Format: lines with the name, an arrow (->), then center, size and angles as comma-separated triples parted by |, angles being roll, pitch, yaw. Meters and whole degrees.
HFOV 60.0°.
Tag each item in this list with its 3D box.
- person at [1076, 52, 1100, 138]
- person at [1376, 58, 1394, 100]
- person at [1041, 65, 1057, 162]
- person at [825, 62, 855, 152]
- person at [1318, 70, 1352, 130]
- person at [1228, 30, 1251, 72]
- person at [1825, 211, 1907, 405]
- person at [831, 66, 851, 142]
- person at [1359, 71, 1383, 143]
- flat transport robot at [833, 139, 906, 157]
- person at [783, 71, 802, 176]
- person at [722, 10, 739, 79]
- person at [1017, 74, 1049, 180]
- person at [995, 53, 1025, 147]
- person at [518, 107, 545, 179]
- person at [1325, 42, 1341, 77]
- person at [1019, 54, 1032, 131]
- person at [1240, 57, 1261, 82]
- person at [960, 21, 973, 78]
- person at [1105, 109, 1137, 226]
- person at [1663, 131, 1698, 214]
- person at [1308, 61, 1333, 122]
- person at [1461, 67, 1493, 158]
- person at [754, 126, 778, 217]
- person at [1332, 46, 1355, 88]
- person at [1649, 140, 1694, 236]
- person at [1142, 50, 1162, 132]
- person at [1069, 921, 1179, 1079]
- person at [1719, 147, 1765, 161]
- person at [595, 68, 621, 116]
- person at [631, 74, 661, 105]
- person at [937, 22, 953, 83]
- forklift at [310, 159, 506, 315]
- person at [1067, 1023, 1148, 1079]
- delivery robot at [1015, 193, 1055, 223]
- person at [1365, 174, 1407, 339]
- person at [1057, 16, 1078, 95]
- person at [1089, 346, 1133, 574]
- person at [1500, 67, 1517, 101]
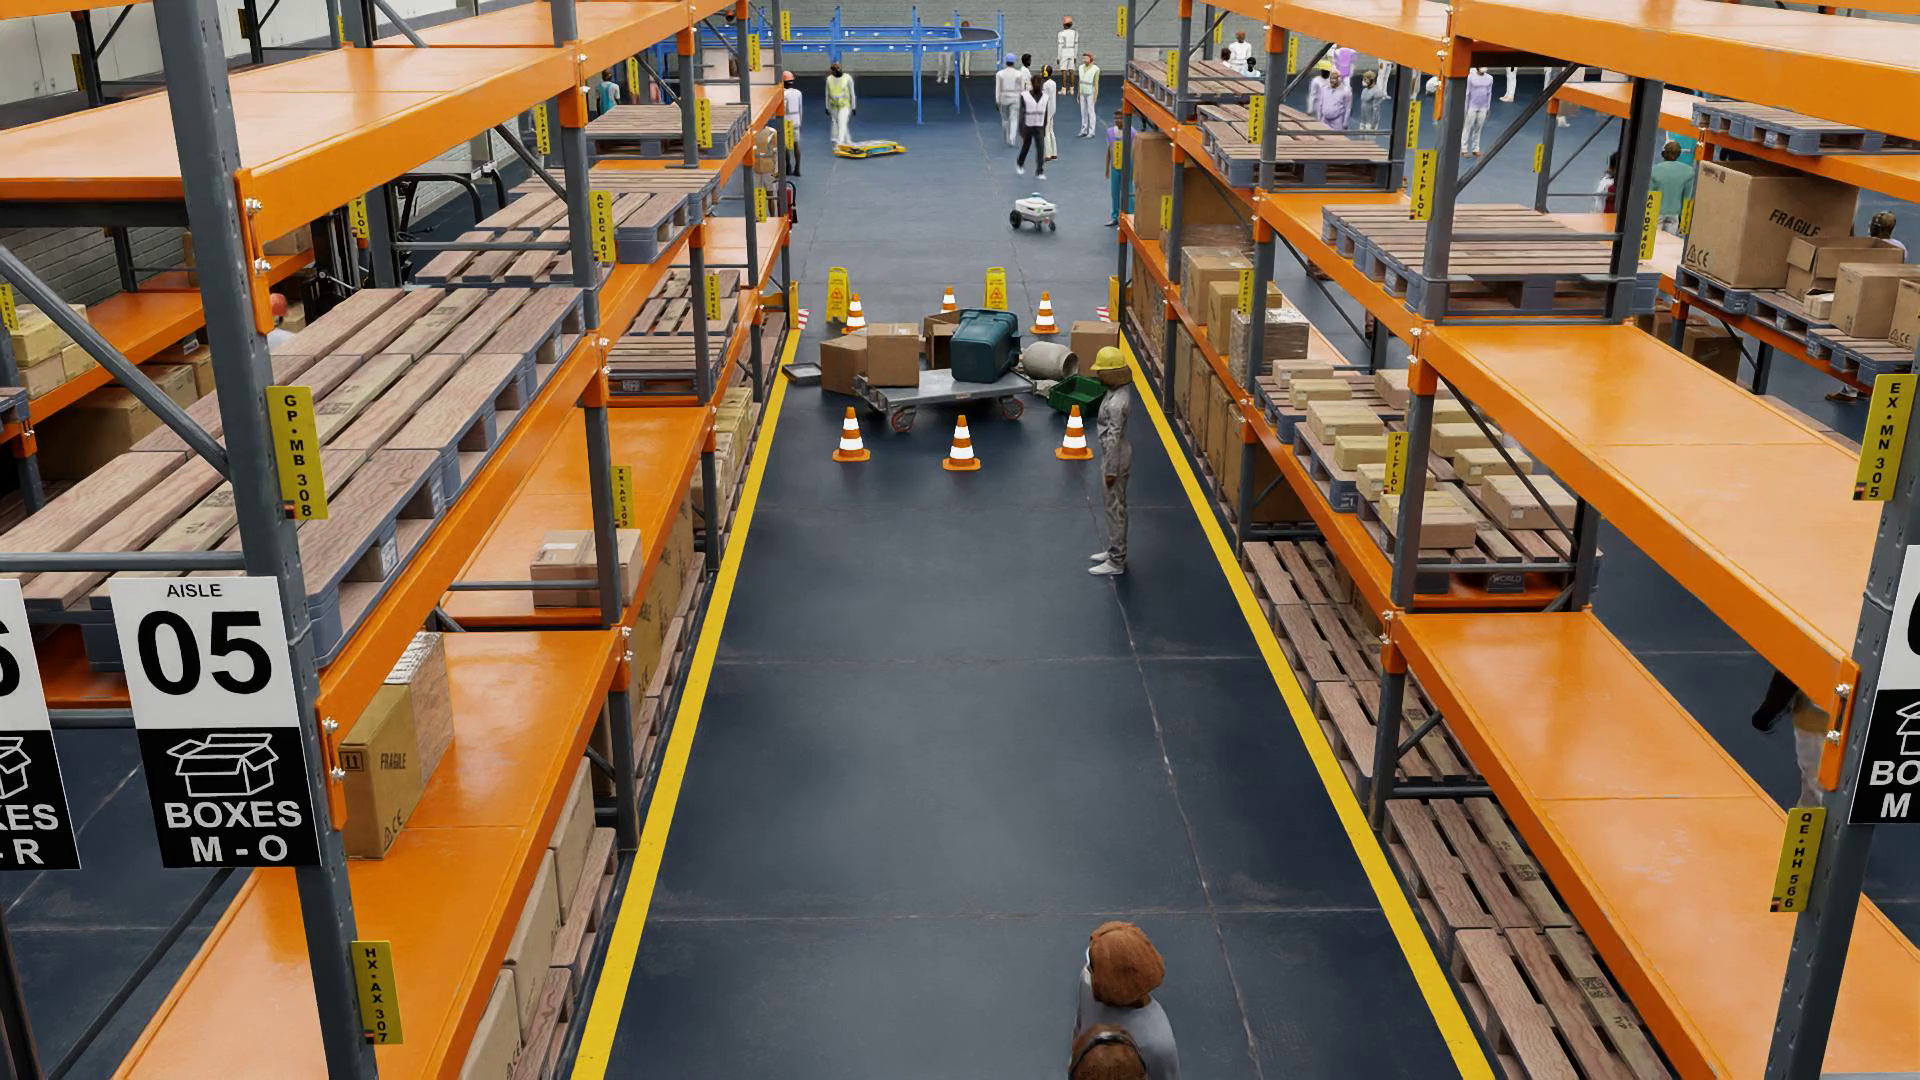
person -> 2.808, -9.725, 36.348 | 0.394, 1.836, 0.560 | -18, 27, -39
person -> 11.213, -12.585, 43.745 | 0.390, 1.949, 0.602 | 18, 28, 40
person -> 1.744, -8.449, 32.950 | 0.339, 1.858, 0.508 | 9, 23, 23
person -> -2.470, -8.992, 34.479 | 0.640, 1.794, 0.967 | 9, 23, 23
person -> 7.028, -7.891, 31.403 | 0.651, 1.904, 0.401 | 16, 26, 36
person -> 7.155, -12.126, 42.663 | 0.585, 1.859, 0.818 | -3, 21, -9
person -> 9.066, -2.312, 16.607 | 0.630, 1.940, 0.370 | -11, 23, -27
person -> -2.560, -9.409, 35.811 | 0.725, 1.611, 0.539 | -19, 28, -41
person -> 7.603, -7.751, 31.008 | 0.392, 1.928, 0.630 | -5, 21, -14
flat transport robot -> -1.842, -7.999, 33.957 | 0.652, 0.197, 1.431 | 18, 27, 40
person -> -3.192, -7.767, 31.050 | 0.529, 1.924, 0.580 | 19, 28, 40
person -> -6.586, -14.208, 47.904 | 0.609, 2.044, 0.394 | -16, 26, -36
person -> 1.336, -7.692, 30.901 | 0.601, 1.895, 0.876 | -8, 22, -19
person -> 1.060, -9.285, 35.097 | 0.629, 1.903, 0.971 | 3, 21, 7
person -> -7.364, -6.867, 28.800 | 0.600, 1.828, 0.404 | 17, 26, 37
person -> 10.249, -13.260, 45.672 | 0.373, 1.843, 0.570 | -10, 23, -24
person -> 1.465, -10.095, 37.512 | 0.317, 1.697, 0.540 | 1, 21, 2
person -> 6.370, -9.806, 36.750 | 0.531, 1.697, 0.322 | -3, 21, -9
person -> 0.165, -14.631, 49.594 | 0.500, 1.633, 0.279 | 19, 28, 41
person -> 2.533, -5.805, 25.991 | 0.563, 1.832, 0.412 | 18, 27, 39
person -> 11.365, -5.896, 26.212 | 0.575, 1.840, 0.374 | 8, 22, 19
person -> 7.361, -8.744, 33.702 | 0.974, 1.872, 0.591 | 19, 28, 40
person -> 10.376, -8.667, 33.405 | 0.630, 1.940, 0.372 | -6, 21, -15
person -> -3.044, -5.699, 25.554 | 0.547, 1.942, 0.344 | 3, 21, 7
person -> 9.346, -11.360, 40.570 | 0.555, 1.912, 0.823 | -1, 21, -2
person -> 9.159, -4.230, 21.678 | 0.632, 1.940, 0.372 | 0, 21, -1
person -> 4.157, -9.587, 35.849 | 0.604, 1.941, 0.904 | -2, 21, -6
person -> 0.532, 1.995, 5.647 | 0.286, 1.632, 0.500 | -12, 24, -28
person -> 11.717, -5.471, 24.978 | 0.649, 1.938, 1.053 | 12, 24, 29
person -> -6.866, -8.317, 32.618 | 0.504, 1.840, 0.345 | 3, 21, 9
person -> -6.522, -9.022, 34.436 | 0.848, 1.876, 0.646 | 17, 26, 37
person -> -0.423, -14.047, 47.944 | 0.501, 1.702, 0.535 | 2, 21, 6
forklift -> -5.622, -2.910, 17.832 | 2.313, 2.155, 1.214 | -1, 21, -1
person -> 0.416, 2.221, 4.778 | 0.662, 1.827, 0.500 | -4, 21, -11
delivery robot -> 1.175, -5.169, 25.952 | 0.477, 0.478, 0.707 | -13, 24, -30
person -> 4.959, -3.259, 19.162 | 0.640, 1.904, 0.401 | -19, 28, -41
person -> 2.879, -13.056, 44.860 | 0.612, 2.043, 0.374 | -11, 24, -27
person -> 1.112, -0.588, 12.344 | 0.321, 1.734, 0.487 | 3, 21, 8
person -> 14.382, -12.390, 43.381 | 0.429, 1.845, 0.621 | 3, 21, 8
